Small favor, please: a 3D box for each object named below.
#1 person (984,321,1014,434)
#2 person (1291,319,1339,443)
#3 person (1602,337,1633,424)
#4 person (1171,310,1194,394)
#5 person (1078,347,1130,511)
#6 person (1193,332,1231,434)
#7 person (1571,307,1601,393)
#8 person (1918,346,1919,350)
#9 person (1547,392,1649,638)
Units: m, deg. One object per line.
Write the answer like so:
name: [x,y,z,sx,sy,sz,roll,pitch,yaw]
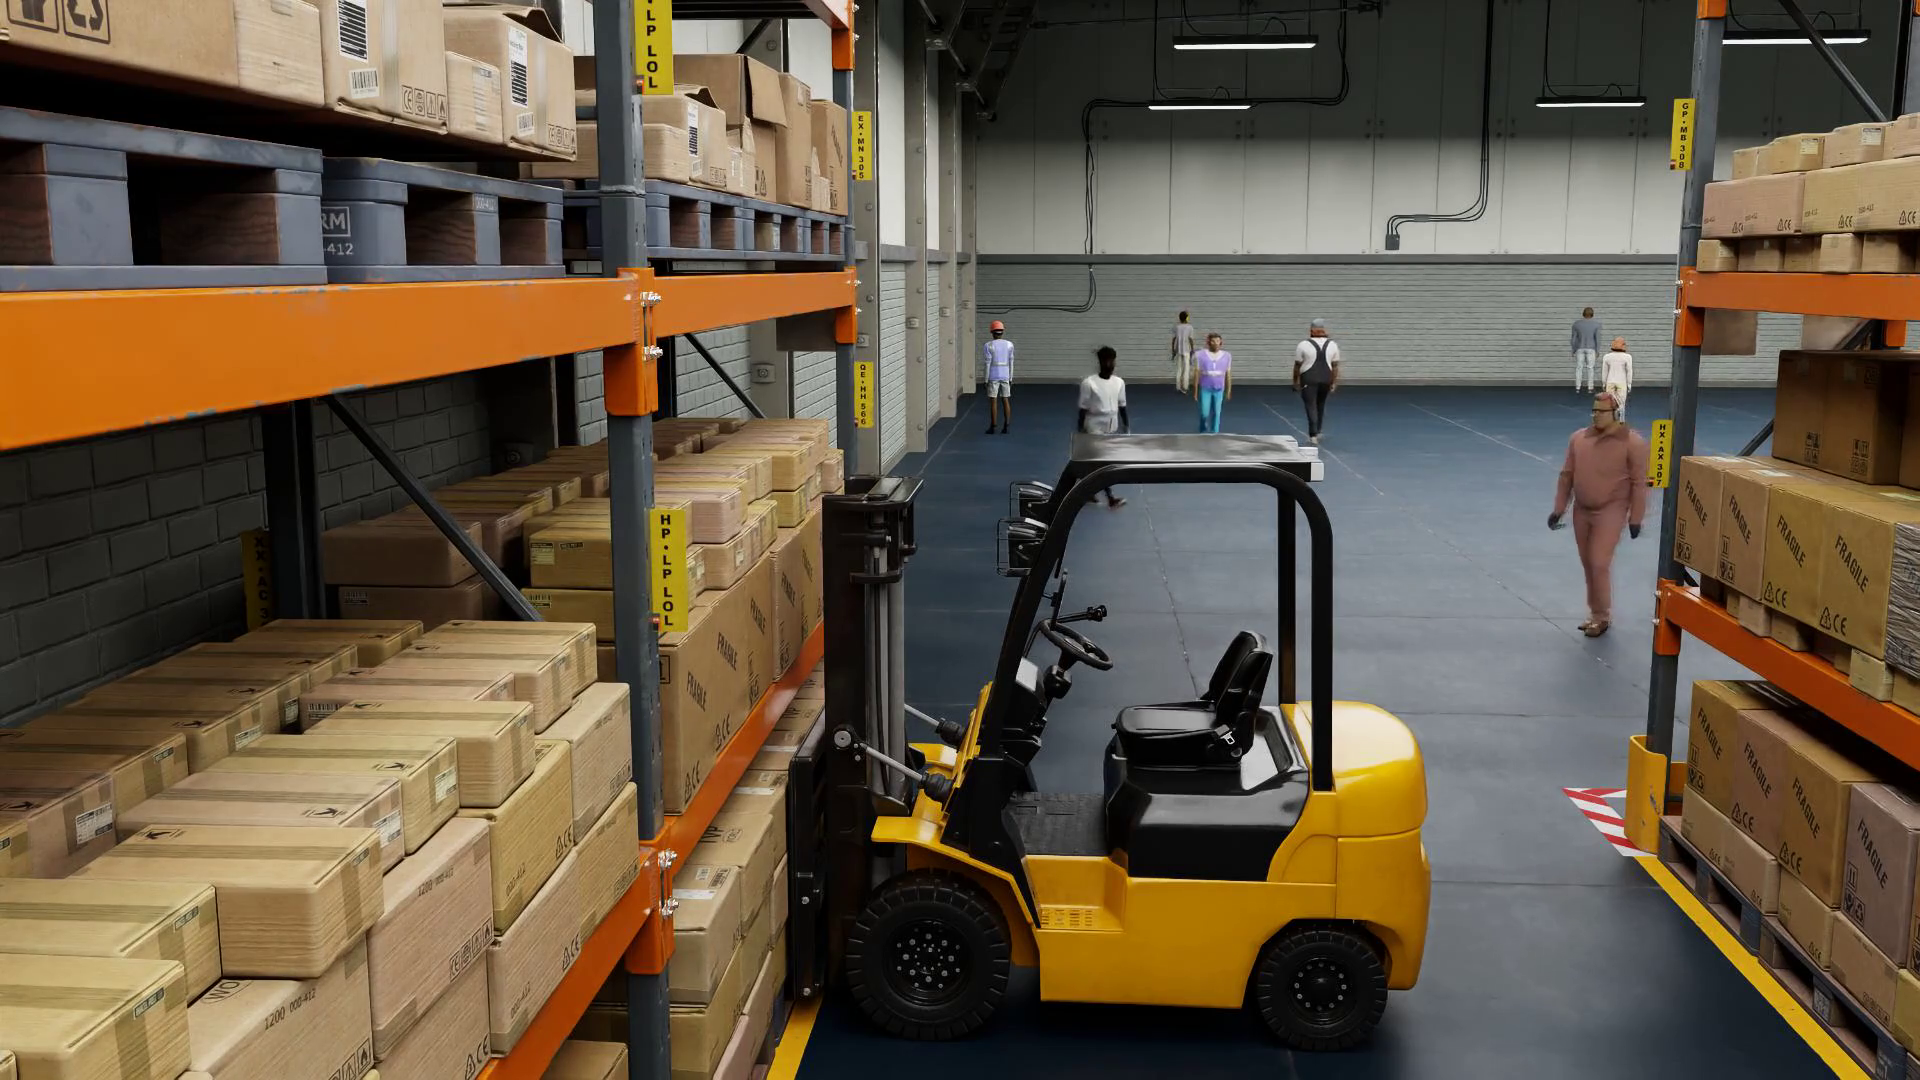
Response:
person: [0.643,-2.761,28.298,0.543,1.933,0.363,-4,10,-22]
person: [5.749,-2.625,27.148,0.692,2.000,1.002,-2,10,-10]
person: [11.298,-2.662,28.605,0.497,1.633,0.285,7,12,36]
person: [4.997,-4.203,37.238,0.523,1.871,0.318,5,11,28]
person: [1.723,-1.314,19.613,0.627,1.908,1.021,-6,11,-33]
person: [3.949,-2.337,26.013,0.592,1.833,0.449,-1,9,-3]
person: [14.075,-4.268,37.414,0.629,1.940,0.376,6,11,31]
person: [18.224,-3.127,31.226,0.540,1.695,0.317,1,9,9]
person: [4.908,-0.199,12.926,0.670,1.885,0.649,-6,11,-33]
